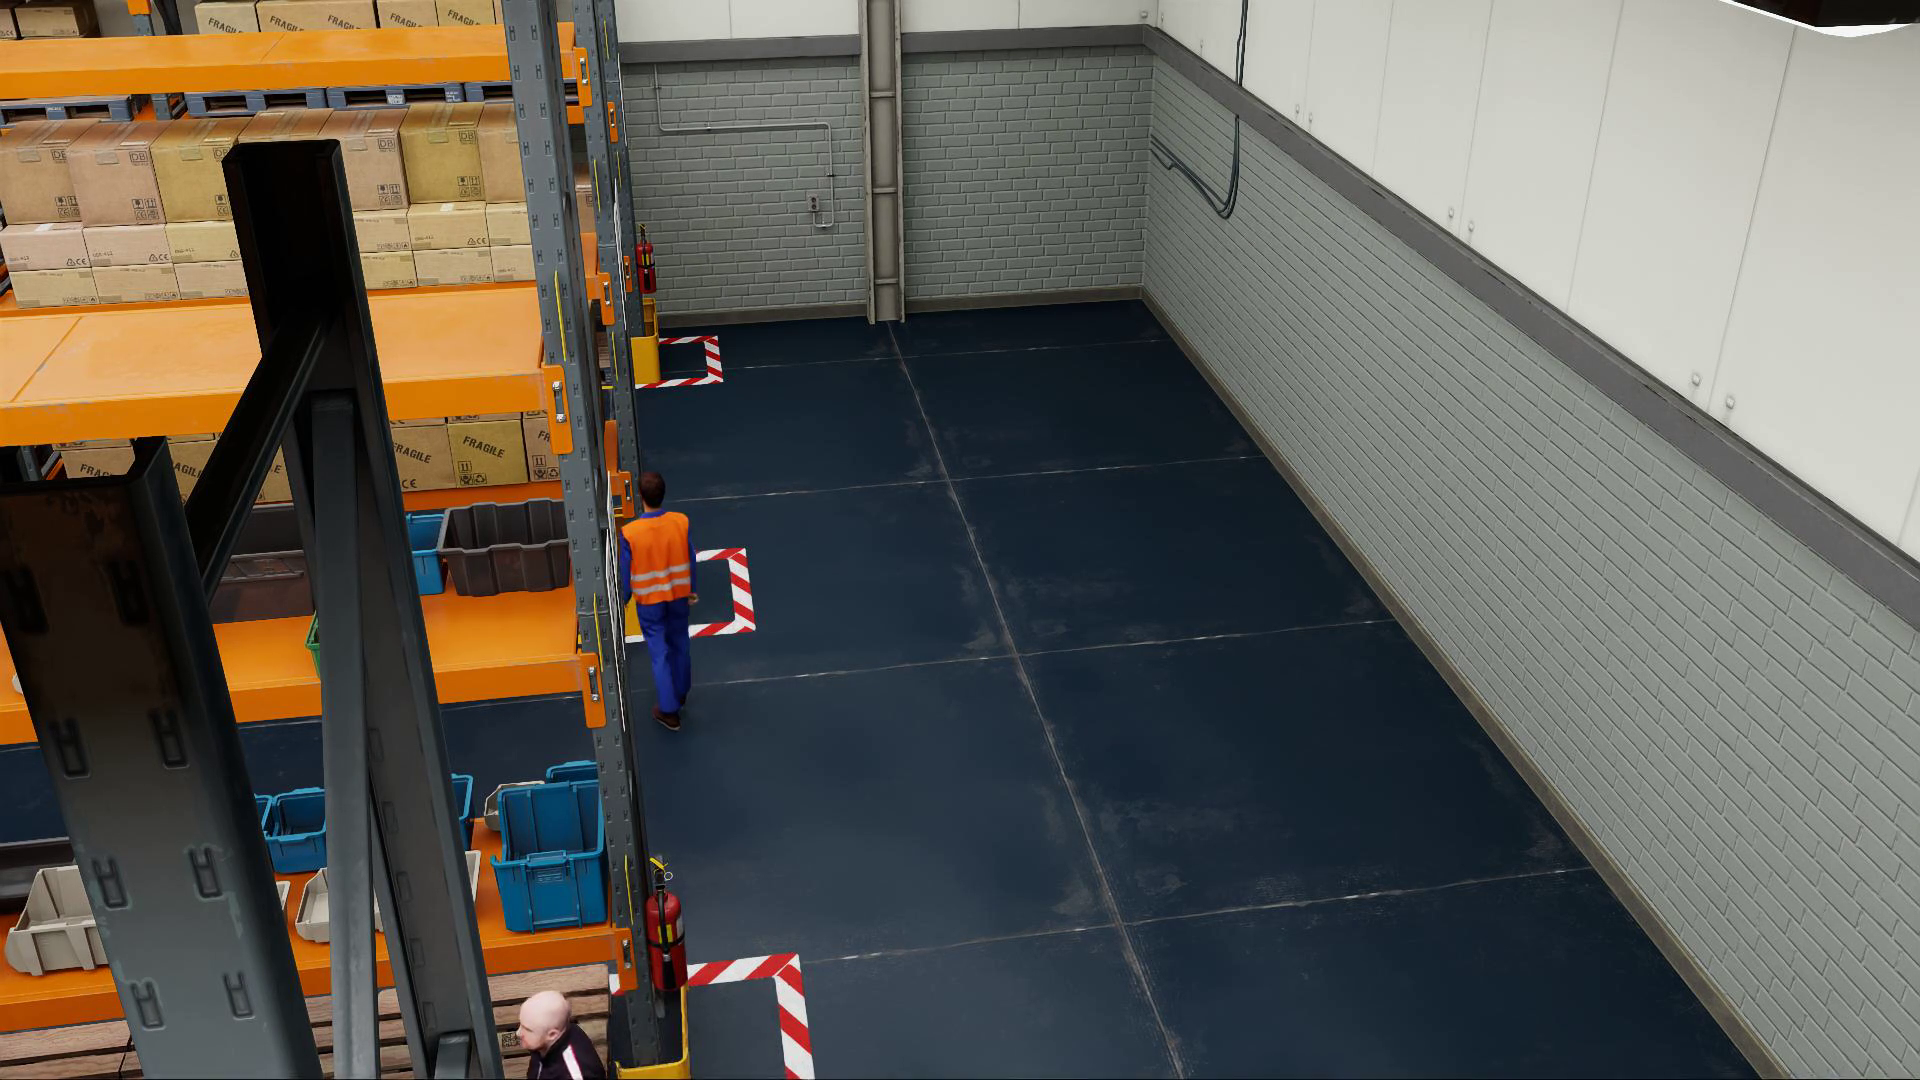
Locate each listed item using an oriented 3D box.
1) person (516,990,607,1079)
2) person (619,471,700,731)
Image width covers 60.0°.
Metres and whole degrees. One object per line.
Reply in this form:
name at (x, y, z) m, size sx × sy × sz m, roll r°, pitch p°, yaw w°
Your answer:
person at (-1.508, 2.601, 7.104) m, size 1.208 × 1.792 × 0.985 m, roll -19°, pitch 34°, yaw -32°
person at (-1.994, 0.403, 11.152) m, size 0.826 × 1.867 × 0.885 m, roll -16°, pitch 32°, yaw -27°
